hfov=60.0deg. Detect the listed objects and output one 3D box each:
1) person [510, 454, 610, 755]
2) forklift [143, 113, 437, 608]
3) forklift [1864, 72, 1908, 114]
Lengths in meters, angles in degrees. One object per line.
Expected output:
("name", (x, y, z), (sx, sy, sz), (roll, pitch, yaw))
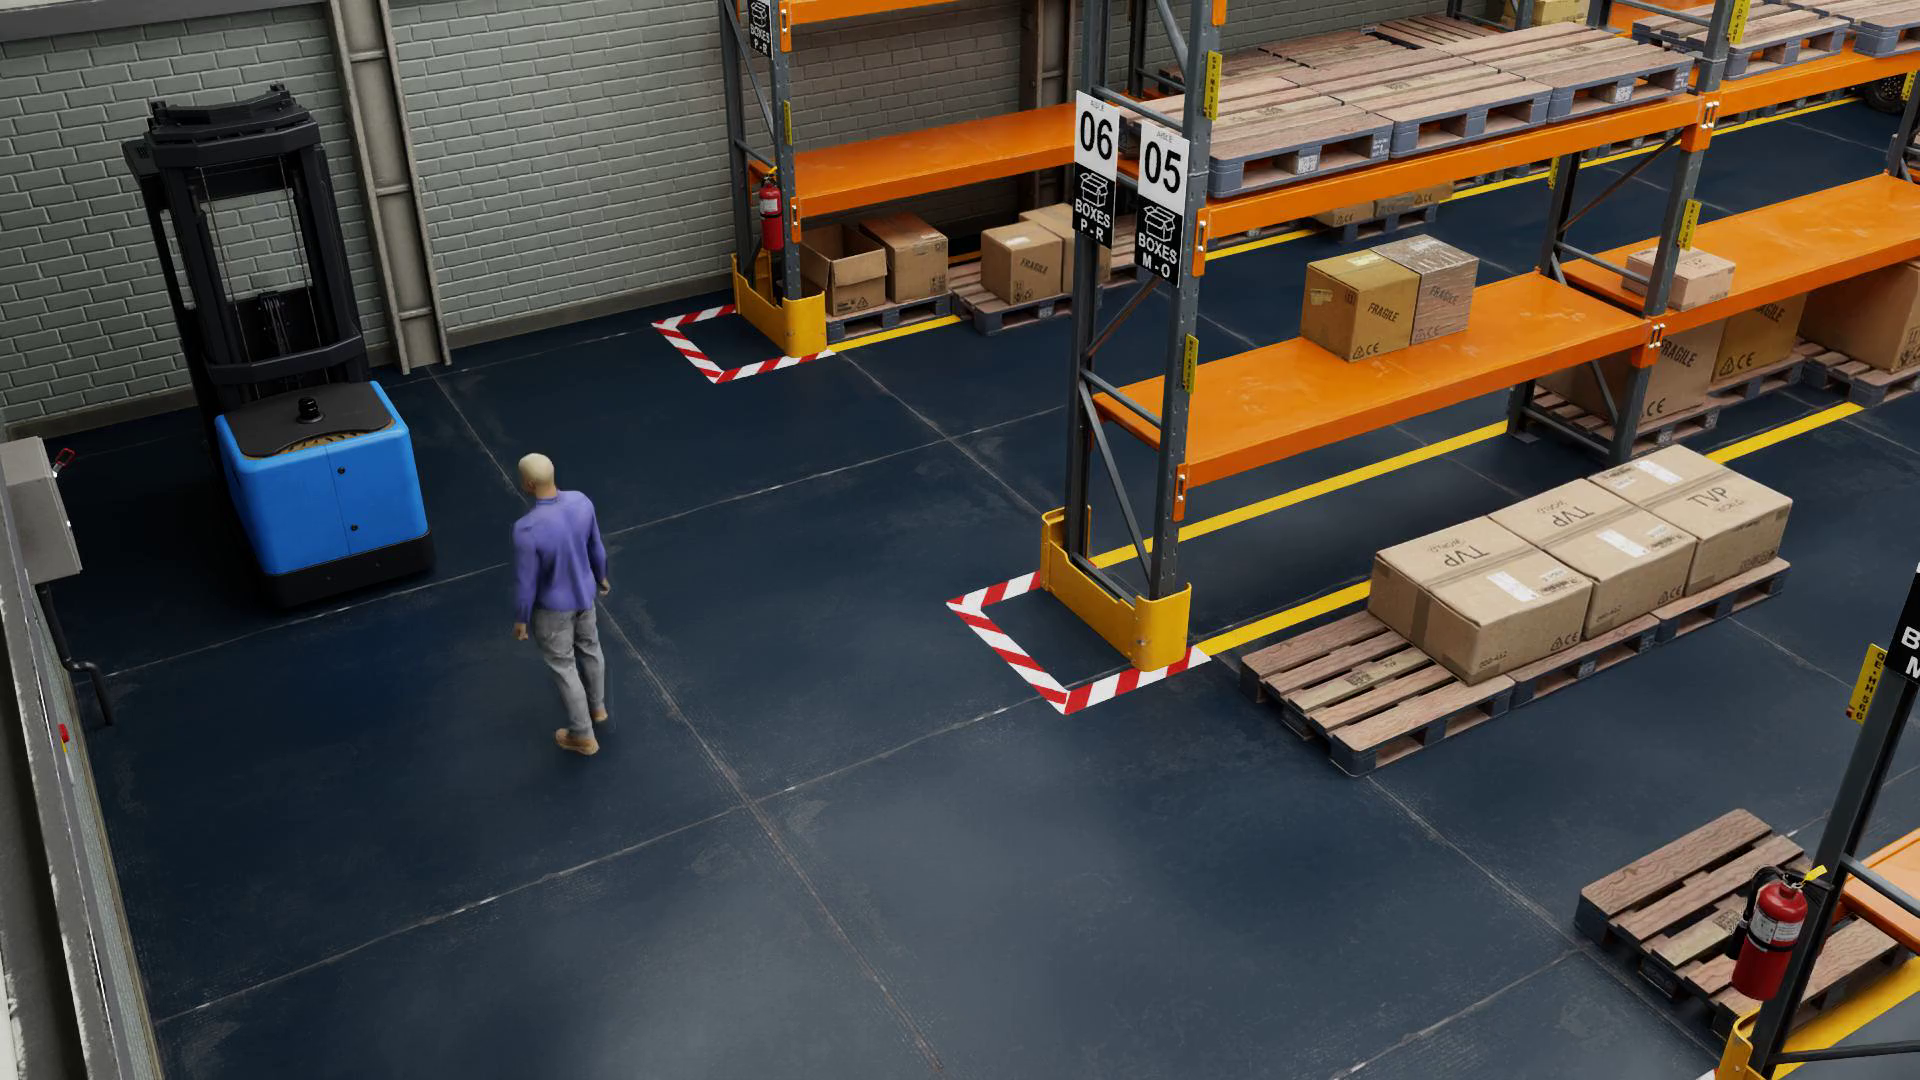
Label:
("person", (-2.135, 0.326, 8.985), (0.489, 1.793, 0.642), (21, 38, 31))
("forklift", (-4.289, -1.259, 10.509), (1.129, 2.768, 1.873), (-17, 36, -26))
("forklift", (11.468, -5.645, 18.244), (1.214, 2.155, 2.313), (-17, 36, -26))
